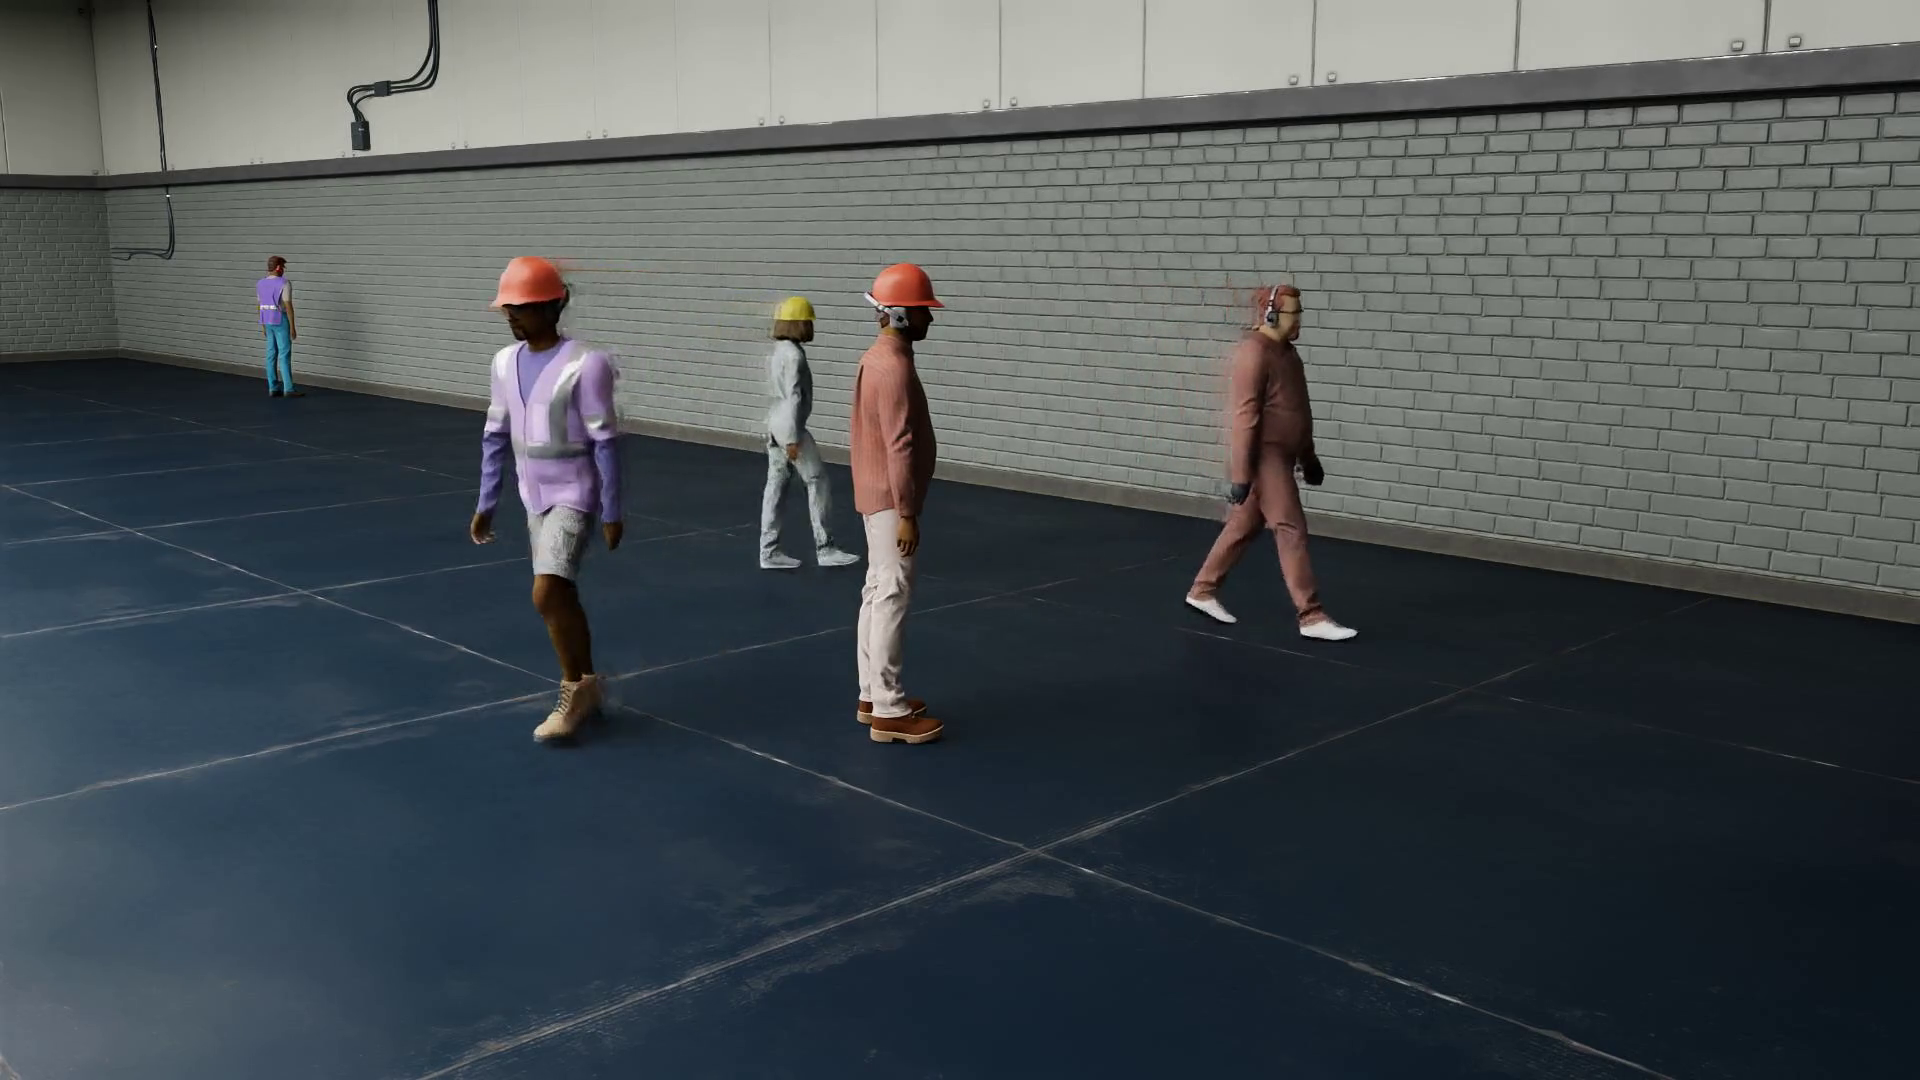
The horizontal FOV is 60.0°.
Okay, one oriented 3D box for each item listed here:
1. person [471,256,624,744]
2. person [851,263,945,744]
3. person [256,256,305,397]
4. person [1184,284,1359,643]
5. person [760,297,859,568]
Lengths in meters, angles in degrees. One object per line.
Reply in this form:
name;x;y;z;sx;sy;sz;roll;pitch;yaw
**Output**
person;-1.733;-0.157;6.946;0.623;2.018;0.678;8;13;37
person;-0.259;-0.163;7.040;0.397;1.992;0.623;-2;11;-12
person;-8.967;-2.797;21.836;0.565;1.837;0.396;5;12;26
person;1.640;-0.421;8.838;0.983;1.866;0.649;5;11;23
person;-0.956;-0.673;10.548;0.738;1.713;0.512;-3;11;-18
